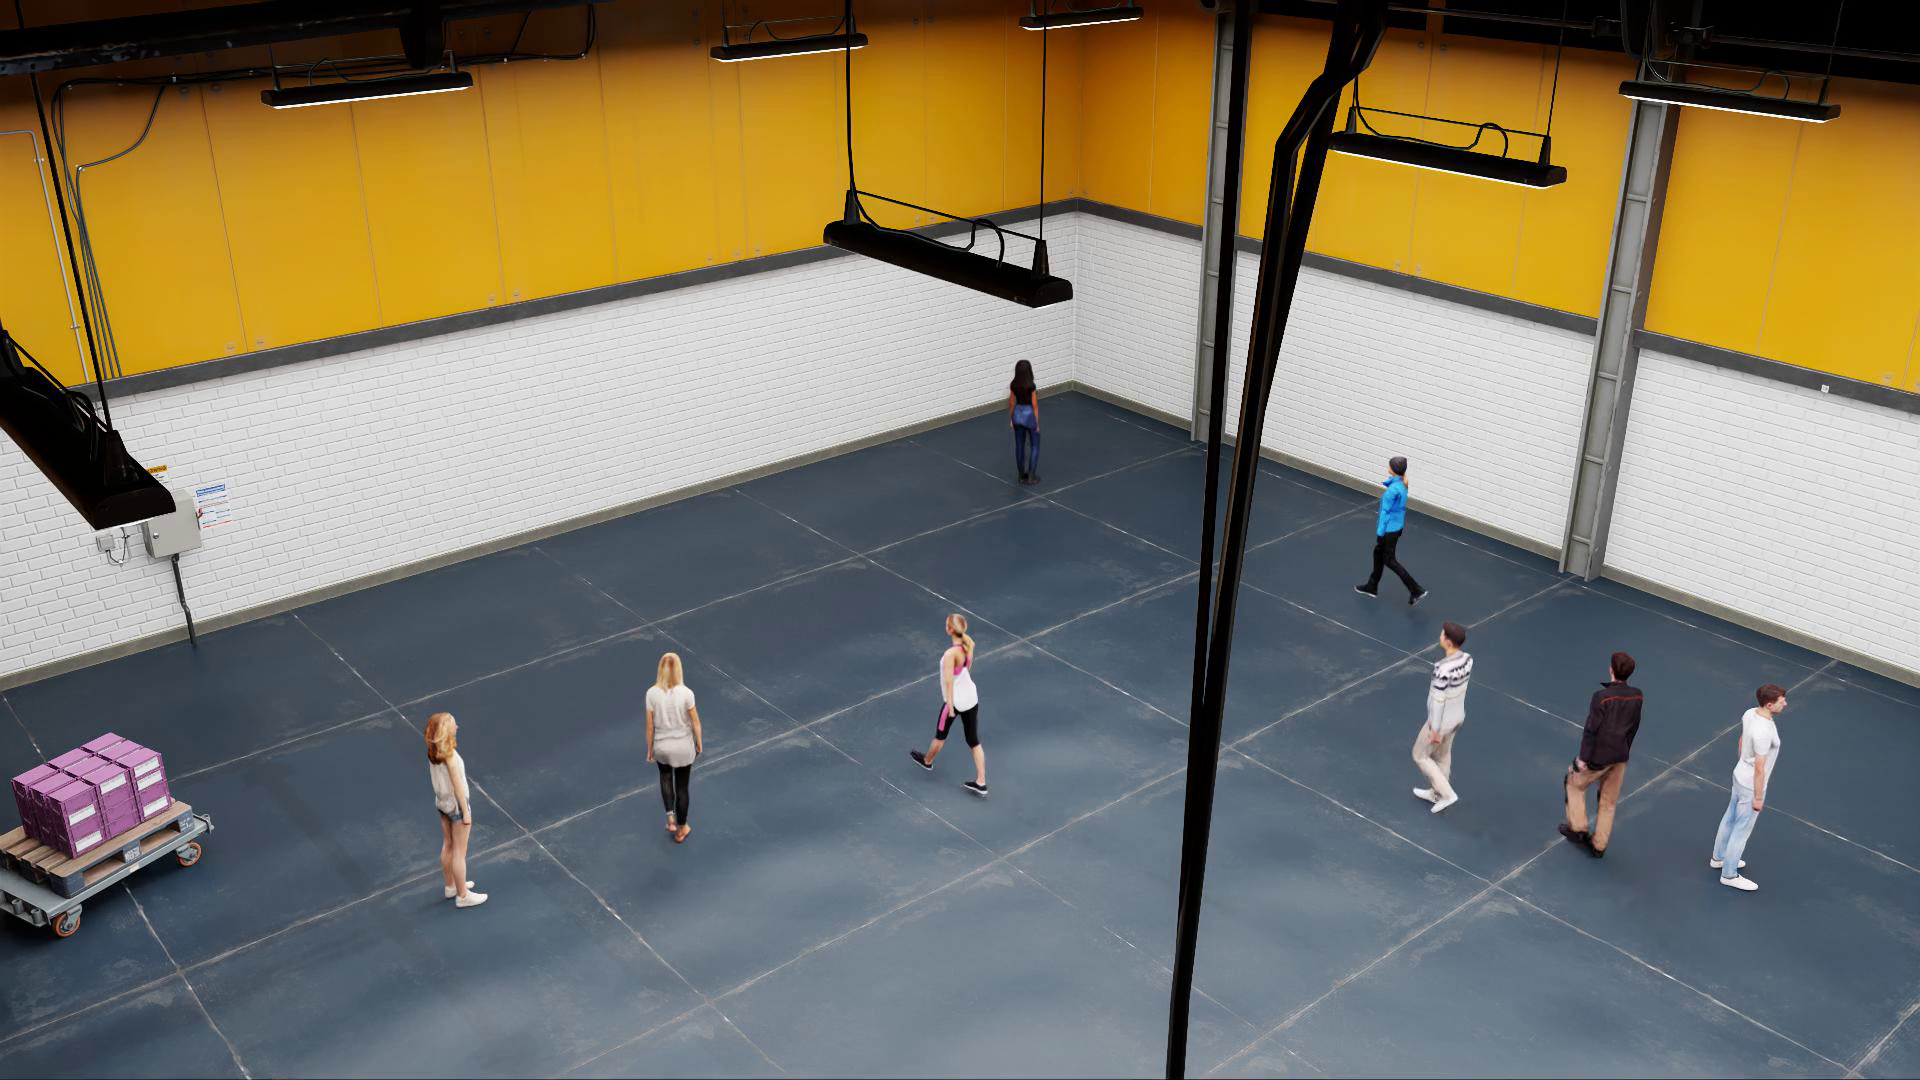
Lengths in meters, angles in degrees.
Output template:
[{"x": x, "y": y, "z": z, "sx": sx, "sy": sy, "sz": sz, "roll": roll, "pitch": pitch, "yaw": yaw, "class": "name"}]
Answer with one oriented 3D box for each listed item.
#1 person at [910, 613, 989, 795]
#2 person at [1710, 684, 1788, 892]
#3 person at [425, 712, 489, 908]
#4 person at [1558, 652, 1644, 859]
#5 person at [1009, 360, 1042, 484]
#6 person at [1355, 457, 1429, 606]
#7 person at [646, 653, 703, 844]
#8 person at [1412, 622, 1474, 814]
[{"x": 0.077, "y": 1.535, "z": 15.239, "sx": 1.178, "sy": 1.738, "sz": 0.767, "roll": 18, "pitch": 29, "yaw": 36, "class": "person"}, {"x": 6.627, "y": 2.032, "z": 13.960, "sx": 0.763, "sy": 1.851, "sz": 0.727, "roll": 4, "pitch": 24, "yaw": 9, "class": "person"}, {"x": -4.191, "y": 2.203, "z": 13.683, "sx": 0.632, "sy": 1.758, "sz": 0.428, "roll": -18, "pitch": 30, "yaw": -36, "class": "person"}, {"x": 5.555, "y": 1.887, "z": 14.221, "sx": 0.863, "sy": 1.907, "sz": 0.890, "roll": -5, "pitch": 24, "yaw": -11, "class": "person"}, {"x": 0.845, "y": -1.562, "z": 22.331, "sx": 0.670, "sy": 1.731, "sz": 0.773, "roll": 11, "pitch": 26, "yaw": 24, "class": "person"}, {"x": 4.967, "y": -0.072, "z": 18.876, "sx": 1.164, "sy": 1.768, "sz": 0.774, "roll": 17, "pitch": 29, "yaw": 34, "class": "person"}, {"x": -2.494, "y": 1.855, "z": 14.410, "sx": 0.740, "sy": 1.815, "sz": 0.781, "roll": -1, "pitch": 24, "yaw": -2, "class": "person"}, {"x": 4.407, "y": 1.622, "z": 14.913, "sx": 0.683, "sy": 1.838, "sz": 0.742, "roll": -20, "pitch": 30, "yaw": -38, "class": "person"}]
